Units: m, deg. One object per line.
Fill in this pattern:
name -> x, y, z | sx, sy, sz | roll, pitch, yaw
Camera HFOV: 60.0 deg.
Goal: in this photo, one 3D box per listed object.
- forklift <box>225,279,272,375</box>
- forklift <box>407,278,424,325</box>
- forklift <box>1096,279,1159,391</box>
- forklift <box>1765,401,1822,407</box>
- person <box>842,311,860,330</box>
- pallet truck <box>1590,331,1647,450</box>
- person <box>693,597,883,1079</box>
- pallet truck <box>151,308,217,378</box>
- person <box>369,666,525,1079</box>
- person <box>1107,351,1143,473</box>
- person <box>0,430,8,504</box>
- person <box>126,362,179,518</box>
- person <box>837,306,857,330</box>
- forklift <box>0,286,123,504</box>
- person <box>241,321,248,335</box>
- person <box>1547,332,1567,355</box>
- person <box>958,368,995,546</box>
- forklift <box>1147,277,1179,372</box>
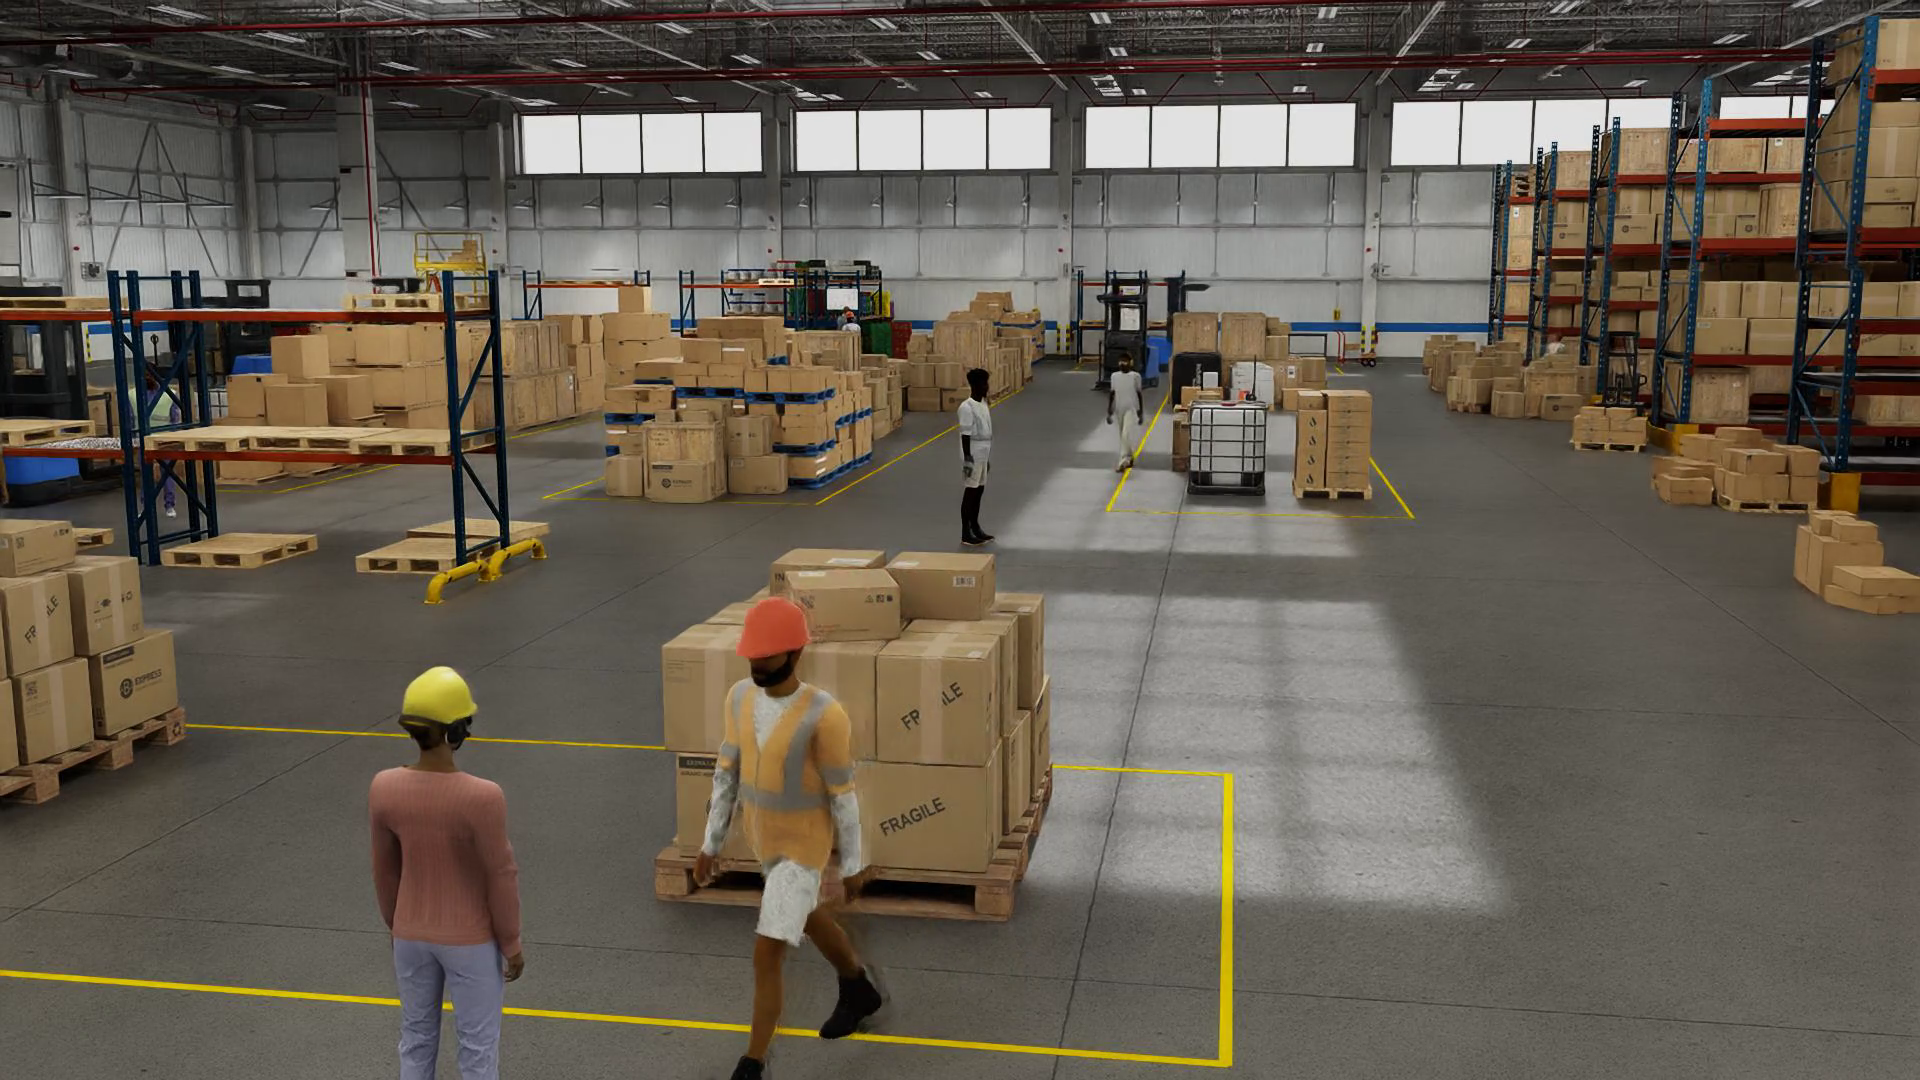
forklift -> -16.303, -4.603, 38.304 | 1.873, 2.768, 1.129 | 7, 11, 36
forklift -> -14.382, -5.533, 44.038 | 1.873, 2.768, 1.129 | -3, 10, -17
forklift -> 4.300, -5.212, 42.061 | 1.129, 2.768, 1.873 | 4, 10, 24
forklift -> 18.124, -4.400, 37.051 | 1.873, 2.768, 1.129 | 1, 9, 9
person -> -2.967, -5.232, 45.132 | 0.542, 1.928, 0.399 | -6, 11, -34
pallet truck -> 11.253, -2.573, 28.499 | 0.823, 1.965, 1.885 | 5, 10, 27
person -> -0.607, 1.116, 6.222 | 0.565, 1.891, 1.058 | 8, 12, 42
pallet truck -> -21.869, -5.598, 47.154 | 0.823, 1.965, 1.885 | 4, 10, 26
person -> -1.659, 1.283, 5.422 | 0.525, 1.772, 0.304 | 3, 10, 18
person -> 2.519, -1.960, 25.236 | 0.519, 1.837, 0.918 | 5, 10, 28
person -> -9.582, -0.504, 16.208 | 0.515, 1.843, 0.326 | -5, 11, -29
person -> -9.904, -1.228, 20.446 | 0.593, 1.920, 0.391 | -3, 10, -17
person -> -3.481, -6.246, 51.354 | 0.627, 1.934, 0.372 | -3, 10, -17
forklift -> -12.268, -1.953, 21.957 | 1.129, 2.768, 1.873 | 1, 9, 9
person -> -19.943, -5.259, 46.192 | 0.516, 1.635, 0.312 | 4, 10, 25
person -> 13.745, -3.980, 38.307 | 0.388, 1.625, 0.522 | -5, 10, -27
person -> 0.184, -0.922, 18.408 | 0.361, 1.964, 0.617 | 4, 10, 21
forklift -> 6.191, -6.276, 48.624 | 1.873, 2.768, 1.129 | 1, 9, 9
